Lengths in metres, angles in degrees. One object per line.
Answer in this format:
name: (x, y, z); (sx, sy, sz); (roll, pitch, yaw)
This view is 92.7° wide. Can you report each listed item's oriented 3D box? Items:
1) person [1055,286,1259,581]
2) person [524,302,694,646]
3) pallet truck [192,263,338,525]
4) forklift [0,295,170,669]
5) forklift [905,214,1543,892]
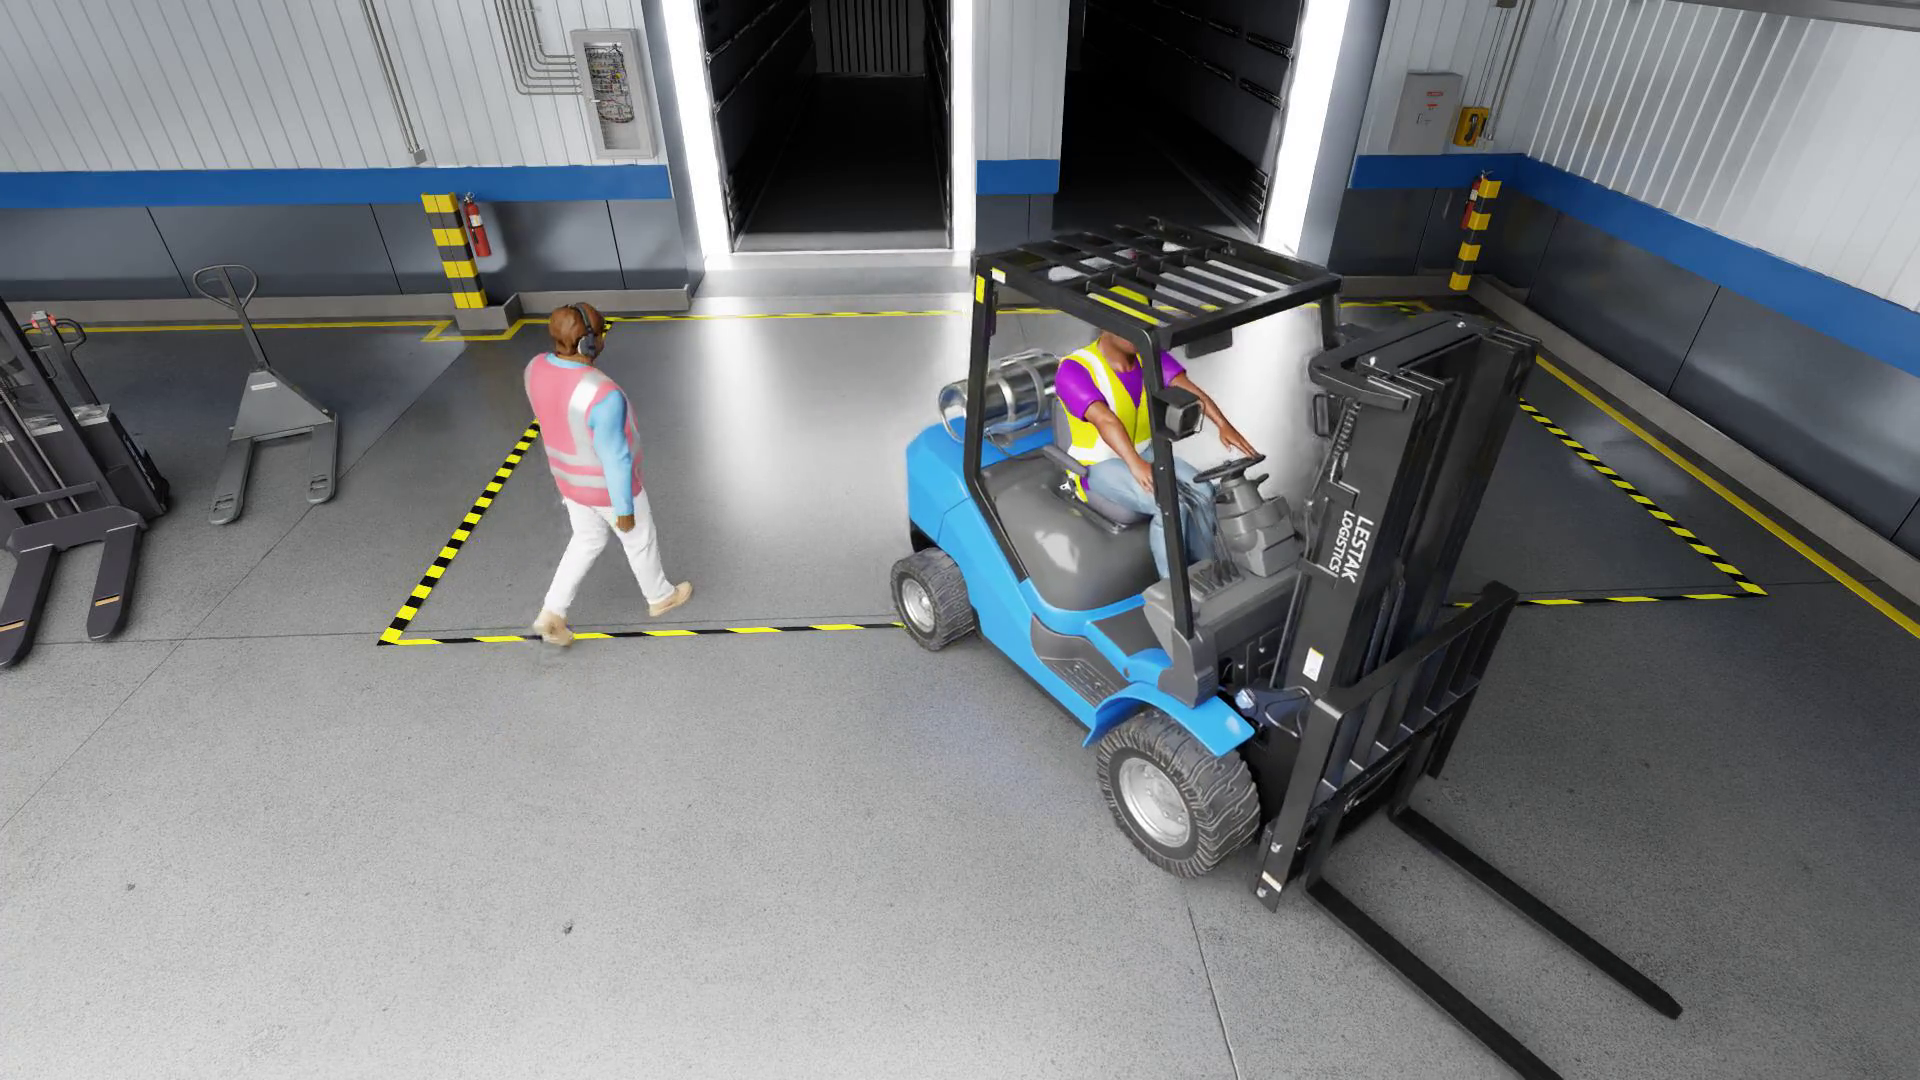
person: (0.849, -0.346, 3.849); (0.635, 1.294, 1.004); (-22, 41, -29)
person: (-1.839, -0.255, 4.526); (0.645, 1.811, 0.876); (22, 40, 28)
pallet truck: (-4.778, -1.027, 6.128); (0.680, 1.201, 1.601); (-17, 38, -23)
forklift: (-5.212, -0.618, 4.878); (0.823, 1.965, 1.885); (-20, 39, -26)
forklift: (0.820, -0.223, 3.999); (1.157, 2.036, 2.680); (-22, 41, -29)
